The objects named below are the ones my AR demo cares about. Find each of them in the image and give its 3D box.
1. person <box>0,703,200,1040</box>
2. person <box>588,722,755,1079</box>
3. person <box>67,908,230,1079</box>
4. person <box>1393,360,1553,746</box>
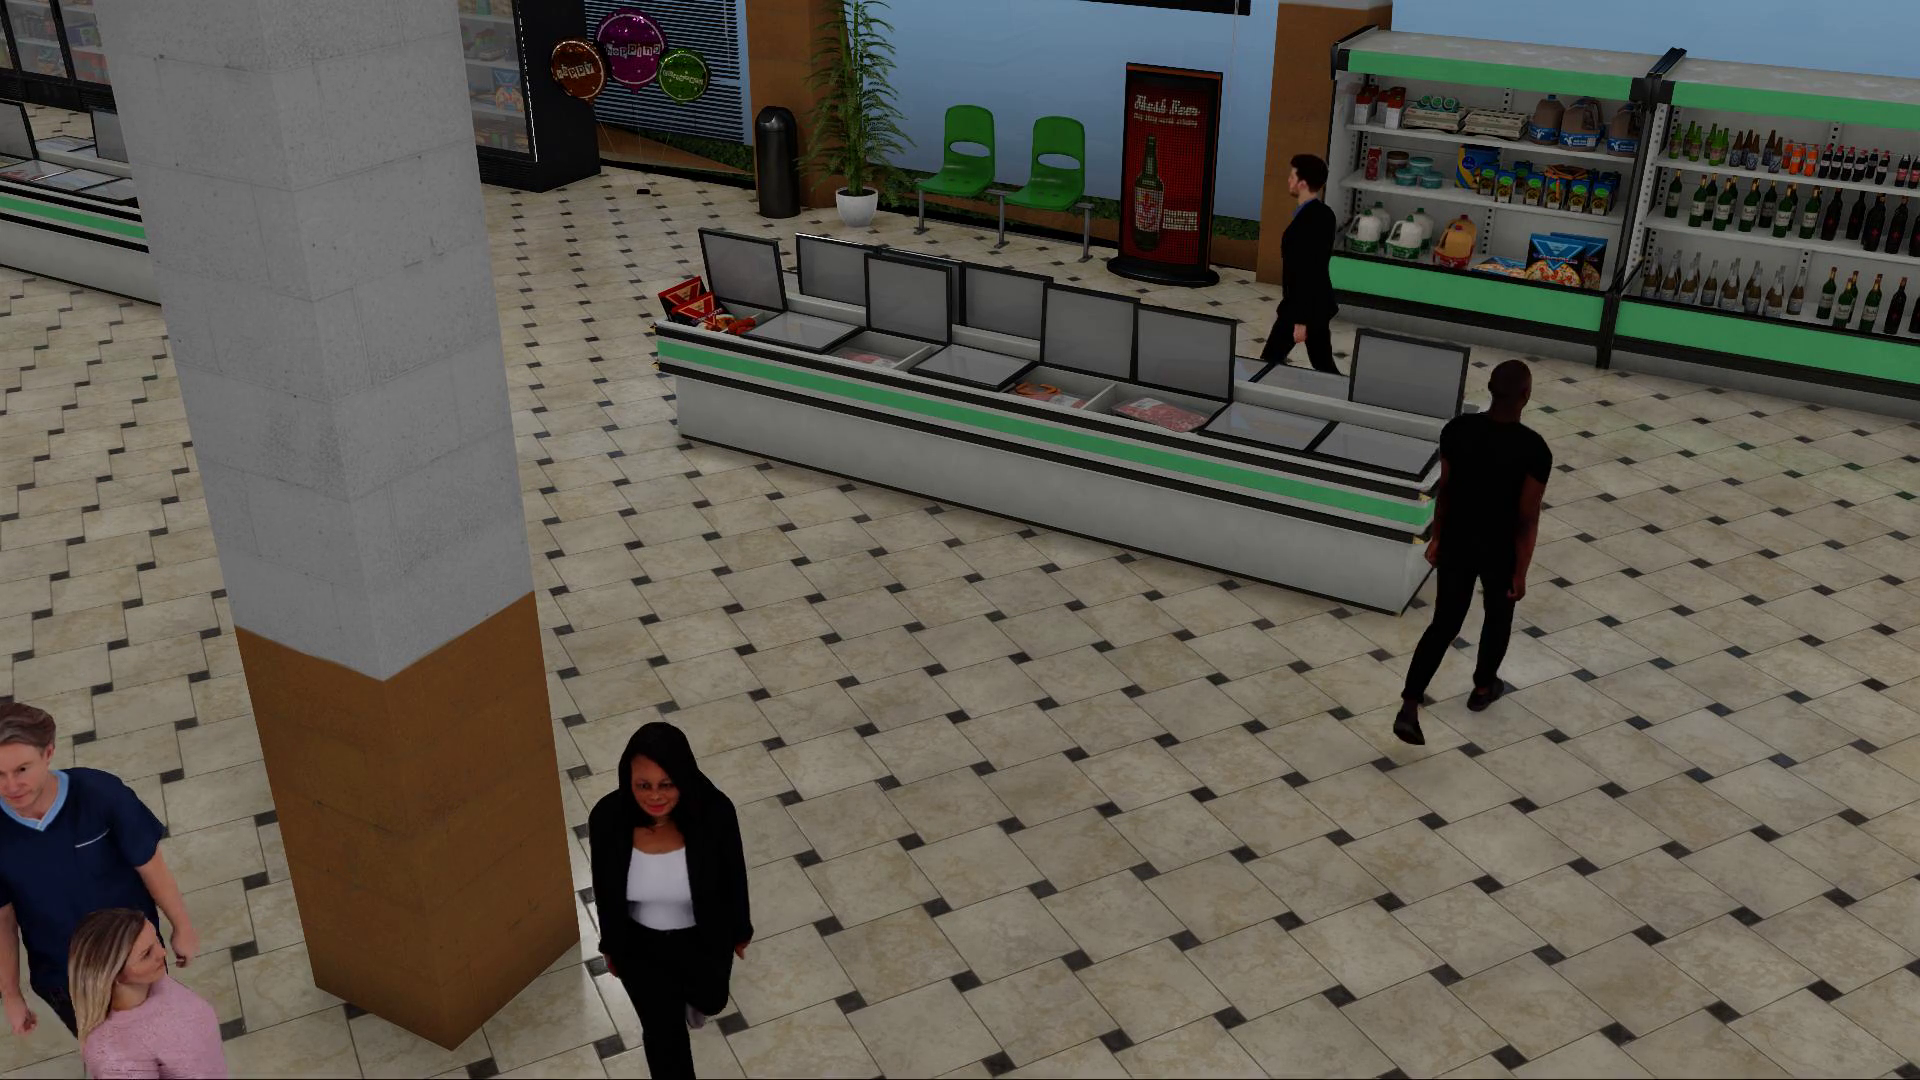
[{"bbox_3d":[-2.613,1.237,5.082,0.947,1.845,1.004,-6,28,-12],"label":"person"},{"bbox_3d":[-0.930,1.223,5.389,1.047,1.592,1.077,-4,27,-8],"label":"person"},{"bbox_3d":[-2.171,1.684,4.420,1.181,1.647,1.064,-4,27,-9],"label":"person"},{"bbox_3d":[2.250,0.110,7.377,1.174,1.780,0.889,21,34,36],"label":"person"}]
